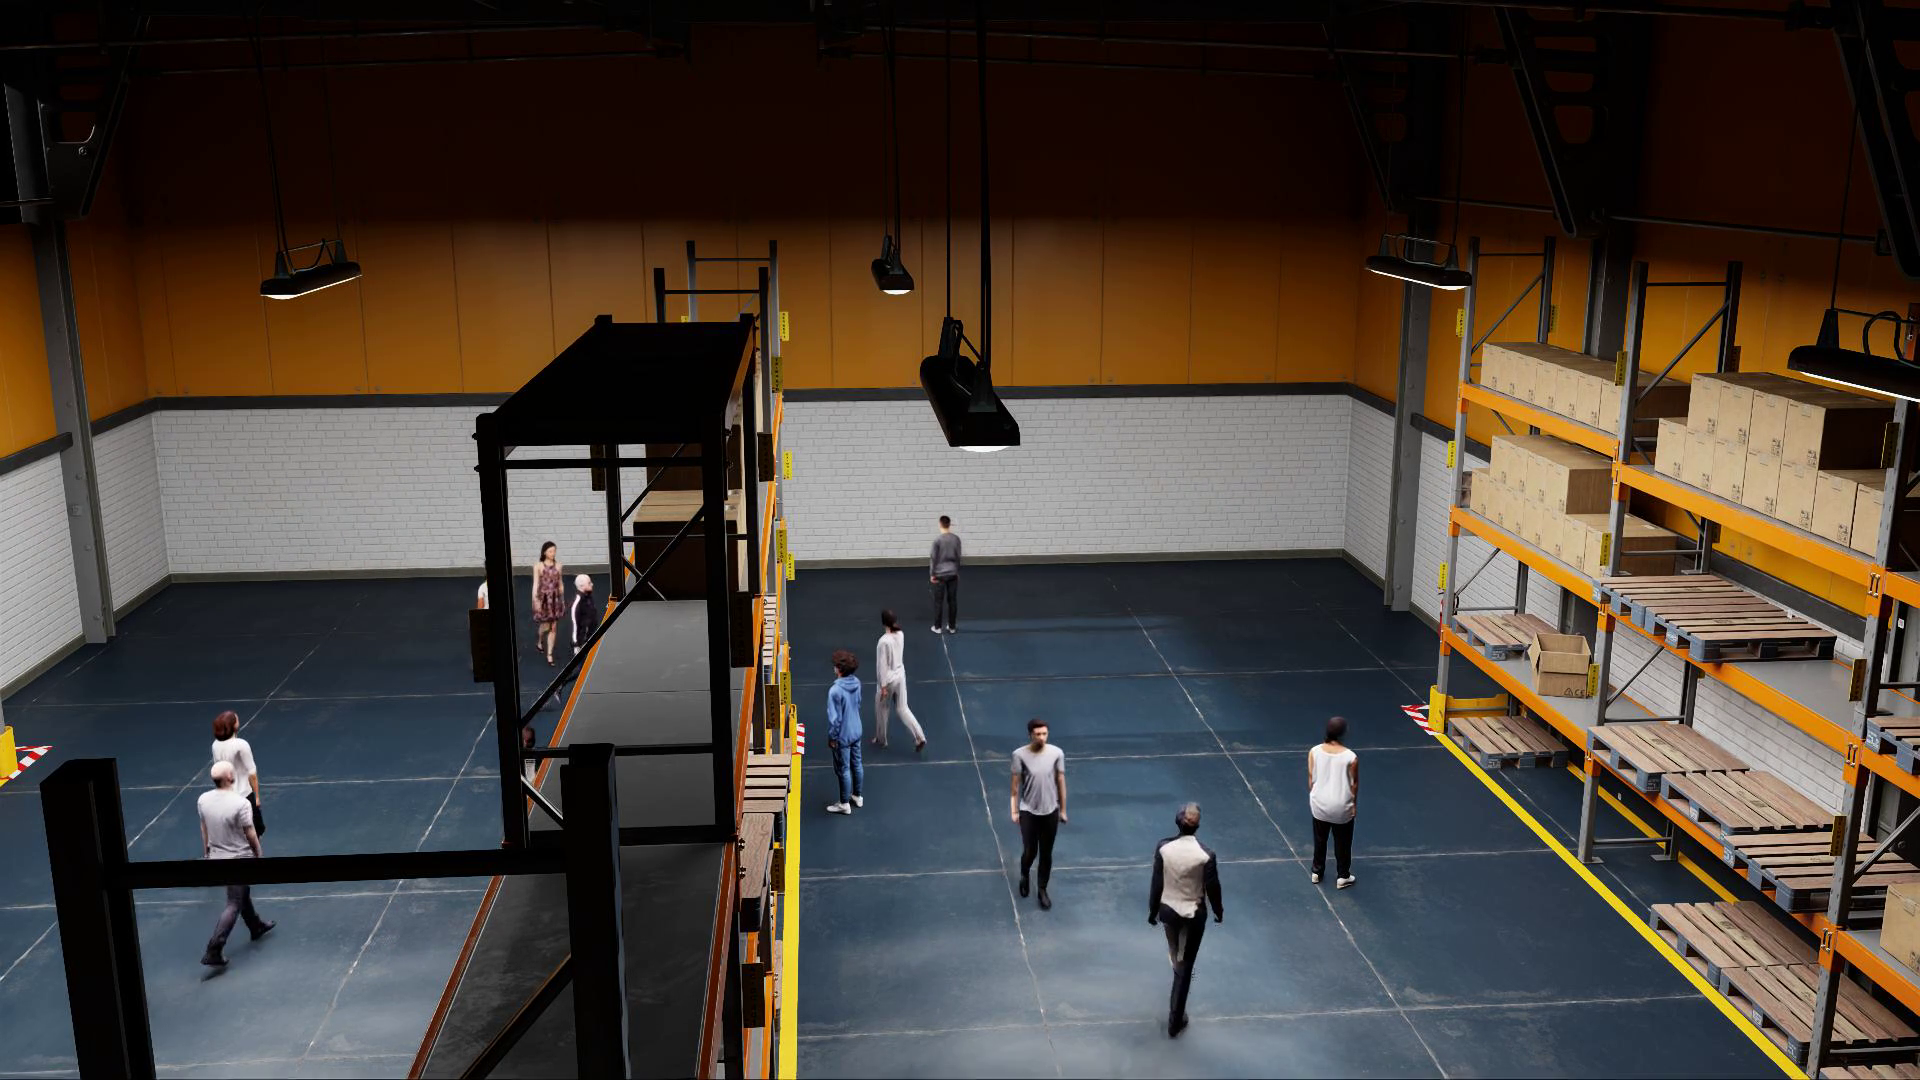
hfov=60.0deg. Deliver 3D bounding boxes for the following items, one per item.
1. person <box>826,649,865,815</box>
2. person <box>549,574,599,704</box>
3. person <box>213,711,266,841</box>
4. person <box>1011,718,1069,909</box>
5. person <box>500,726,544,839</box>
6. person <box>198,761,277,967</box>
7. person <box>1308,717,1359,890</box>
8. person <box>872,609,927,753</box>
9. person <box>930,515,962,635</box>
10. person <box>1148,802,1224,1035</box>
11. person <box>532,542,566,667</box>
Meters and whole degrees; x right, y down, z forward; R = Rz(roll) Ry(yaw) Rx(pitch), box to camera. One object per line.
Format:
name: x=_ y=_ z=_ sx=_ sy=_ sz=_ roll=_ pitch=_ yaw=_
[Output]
person: x=-1.231 y=2.050 z=17.919 sx=0.819 sy=1.811 sz=0.729 roll=9 pitch=16 yaw=32
person: x=-4.819 y=1.326 z=20.905 sx=0.831 sy=1.812 sz=1.038 roll=1 pitch=14 yaw=5
person: x=-6.990 y=2.532 z=15.985 sx=0.781 sy=1.785 sz=0.894 roll=4 pitch=14 yaw=18
person: x=0.737 y=2.547 z=15.782 sx=0.695 sy=1.851 sz=0.716 roll=-2 pitch=14 yaw=-9
person: x=-4.067 y=2.599 z=15.728 sx=0.702 sy=1.776 sz=0.946 roll=-2 pitch=14 yaw=-8
person: x=-6.458 y=2.855 z=14.608 sx=1.022 sy=1.804 sz=1.312 roll=5 pitch=14 yaw=19
person: x=3.630 y=2.537 z=16.163 sx=0.763 sy=1.690 sz=0.811 roll=9 pitch=17 yaw=34
person: x=-0.725 y=1.683 z=19.575 sx=1.125 sy=1.744 sz=1.026 roll=13 pitch=19 yaw=43
person: x=-0.194 y=0.503 z=24.412 sx=0.668 sy=1.762 sz=0.628 roll=-4 pitch=14 yaw=-17
person: x=1.782 y=3.098 z=13.505 sx=1.089 sy=1.850 sz=1.252 roll=7 pitch=15 yaw=26
person: x=-5.700 y=0.873 z=22.889 sx=0.832 sy=1.760 sz=0.910 roll=-11 pitch=17 yaw=-37
